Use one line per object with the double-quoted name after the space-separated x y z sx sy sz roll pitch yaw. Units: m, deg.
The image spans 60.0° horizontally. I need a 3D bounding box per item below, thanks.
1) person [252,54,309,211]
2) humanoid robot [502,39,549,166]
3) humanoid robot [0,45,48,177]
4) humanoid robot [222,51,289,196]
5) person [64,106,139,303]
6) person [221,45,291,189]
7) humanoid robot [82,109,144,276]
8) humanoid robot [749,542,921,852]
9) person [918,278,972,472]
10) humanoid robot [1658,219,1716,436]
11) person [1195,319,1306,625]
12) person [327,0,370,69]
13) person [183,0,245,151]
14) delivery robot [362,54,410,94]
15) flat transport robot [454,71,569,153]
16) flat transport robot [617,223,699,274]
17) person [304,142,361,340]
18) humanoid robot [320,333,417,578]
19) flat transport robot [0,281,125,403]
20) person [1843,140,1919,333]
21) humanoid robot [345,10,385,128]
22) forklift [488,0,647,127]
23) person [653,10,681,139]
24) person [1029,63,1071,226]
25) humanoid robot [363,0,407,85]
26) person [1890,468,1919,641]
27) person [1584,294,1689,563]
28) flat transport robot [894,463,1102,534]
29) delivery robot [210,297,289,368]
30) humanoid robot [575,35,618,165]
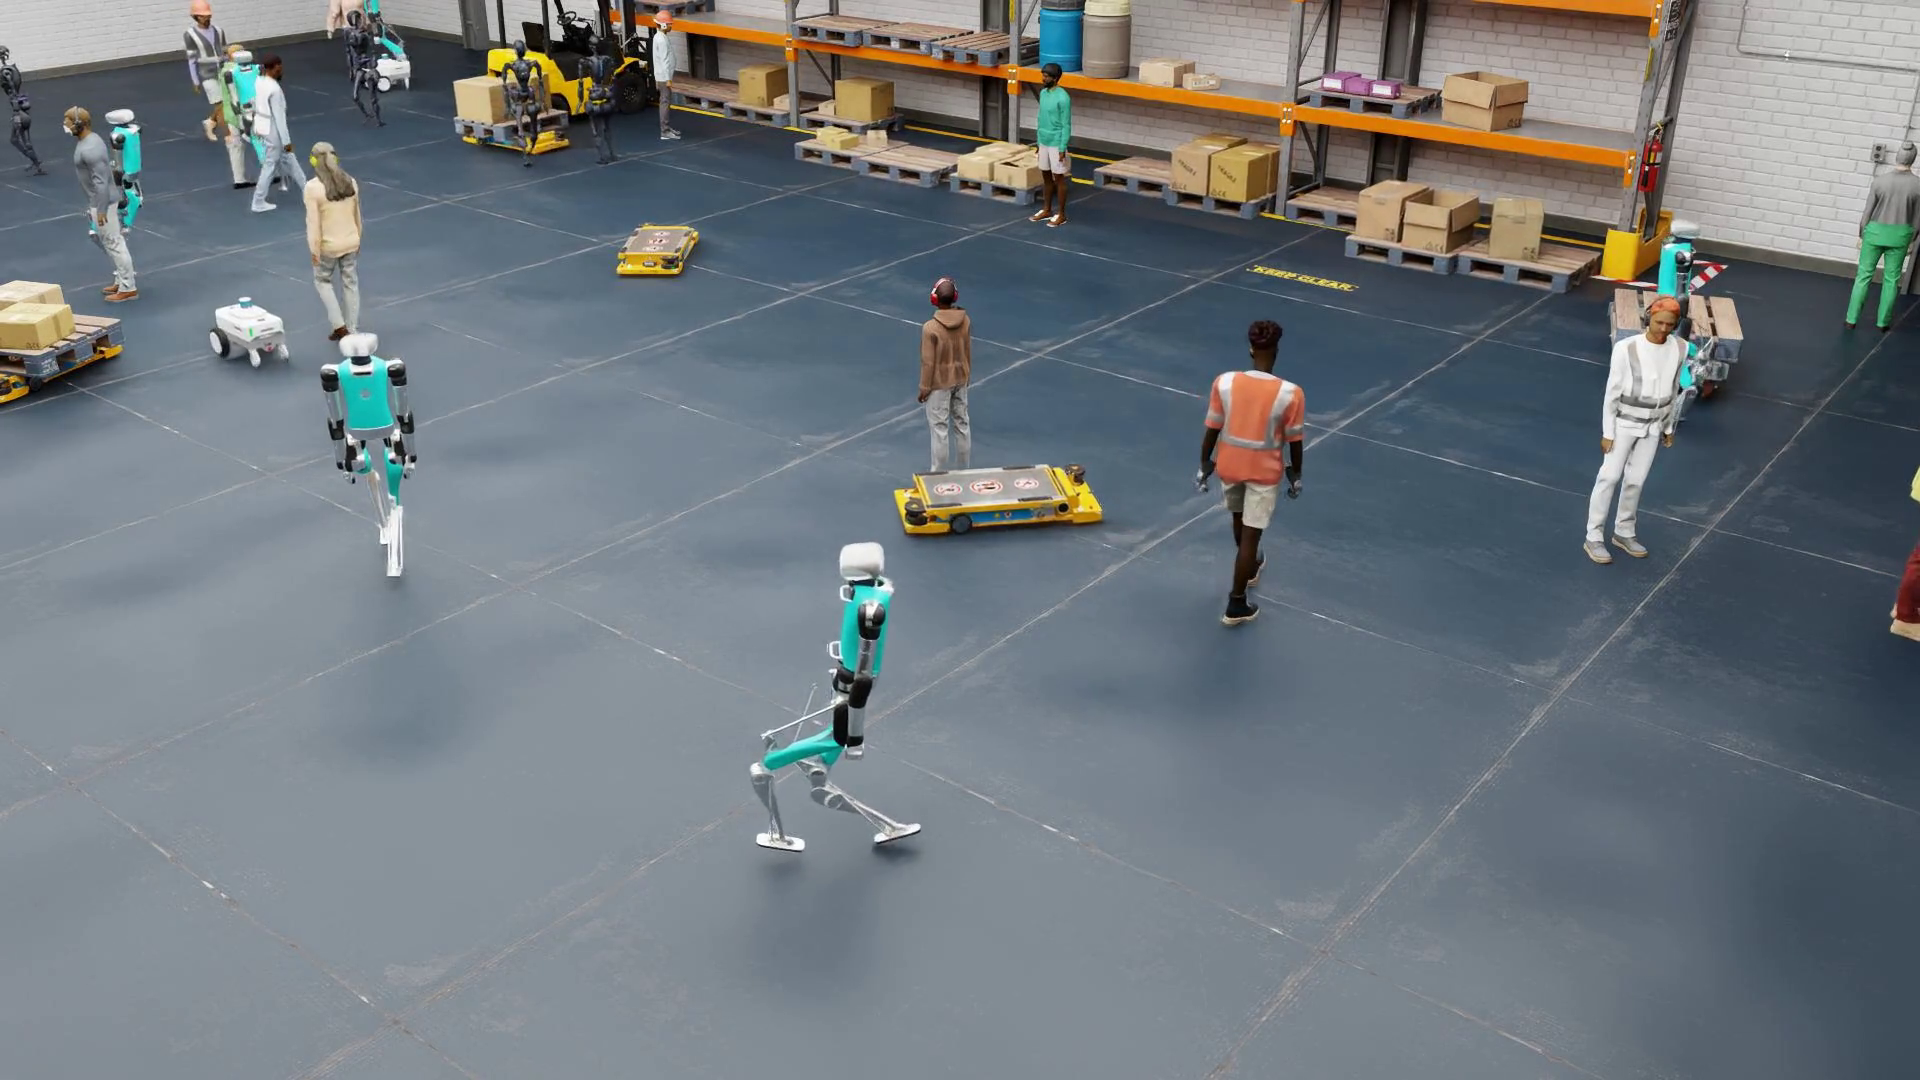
-8.119 -4.858 19.816 0.974 1.837 0.651 -17 30 -31 "person"
-5.789 -5.817 22.076 0.590 1.658 0.731 -13 29 -26 "humanoid robot"
-12.102 -5.503 21.353 0.333 1.647 0.612 -14 29 -27 "humanoid robot"
-8.469 -4.990 20.251 0.558 1.797 0.818 -21 33 -36 "humanoid robot"
-8.554 -3.338 16.566 0.367 1.938 0.629 -12 28 -23 "person"
-8.908 -5.331 20.904 0.529 1.743 0.818 19 32 34 "person"
-8.790 -3.507 17.289 0.767 1.897 0.537 -1 26 -2 "humanoid robot"
-0.727 0.846 8.178 1.042 1.752 0.530 -2 26 -5 "humanoid robot"
-0.095 -1.137 12.332 0.453 1.651 0.338 -19 32 -35 "person"
5.906 -1.647 13.403 0.730 1.880 0.537 2 26 5 "humanoid robot"
1.882 -0.475 10.663 0.636 1.903 0.963 14 29 27 "person"
-9.950 -8.405 27.203 0.823 1.808 0.837 -17 31 -31 "person"
-10.243 -6.352 22.722 0.823 2.020 0.609 15 30 28 "person"
-9.246 -7.518 26.810 0.525 0.594 0.765 21 33 37 "delivery robot"
-6.213 -5.618 23.205 1.431 0.231 0.659 16 30 30 "flat transport robot"
-3.288 -3.175 18.146 0.659 0.231 1.431 0 26 1 "flat transport robot"
-5.801 -2.755 15.449 0.503 1.860 0.578 21 33 36 "person"
-3.934 -0.633 11.233 0.540 1.743 1.033 -7 27 -15 "humanoid robot"
-8.249 -1.562 14.806 0.659 0.231 1.431 7 27 15 "flat transport robot"
8.762 -2.870 15.711 0.511 1.839 0.340 12 28 23 "person"
-8.605 -6.808 24.056 0.591 1.648 0.364 13 29 25 "humanoid robot"
-5.874 -7.334 24.552 1.214 2.155 2.313 19 32 34 "forklift"
-4.135 -6.560 23.459 0.351 1.745 0.565 -5 26 -11 "person"
1.087 -4.575 19.230 0.384 1.848 0.499 -17 31 -31 "person"
-9.237 -8.228 26.920 0.701 1.798 0.533 -4 26 -9 "humanoid robot"
6.096 -0.228 10.318 0.371 1.767 0.479 13 29 25 "person"
4.600 -0.757 11.282 0.572 1.884 0.360 -7 27 -14 "person"
0.270 -0.300 12.191 1.431 0.231 0.659 -4 26 -9 "flat transport robot"
-6.491 -1.925 15.214 0.774 0.583 0.499 22 33 38 "delivery robot"
-4.833 -5.838 22.043 0.588 1.653 0.431 -21 33 -36 "humanoid robot"
